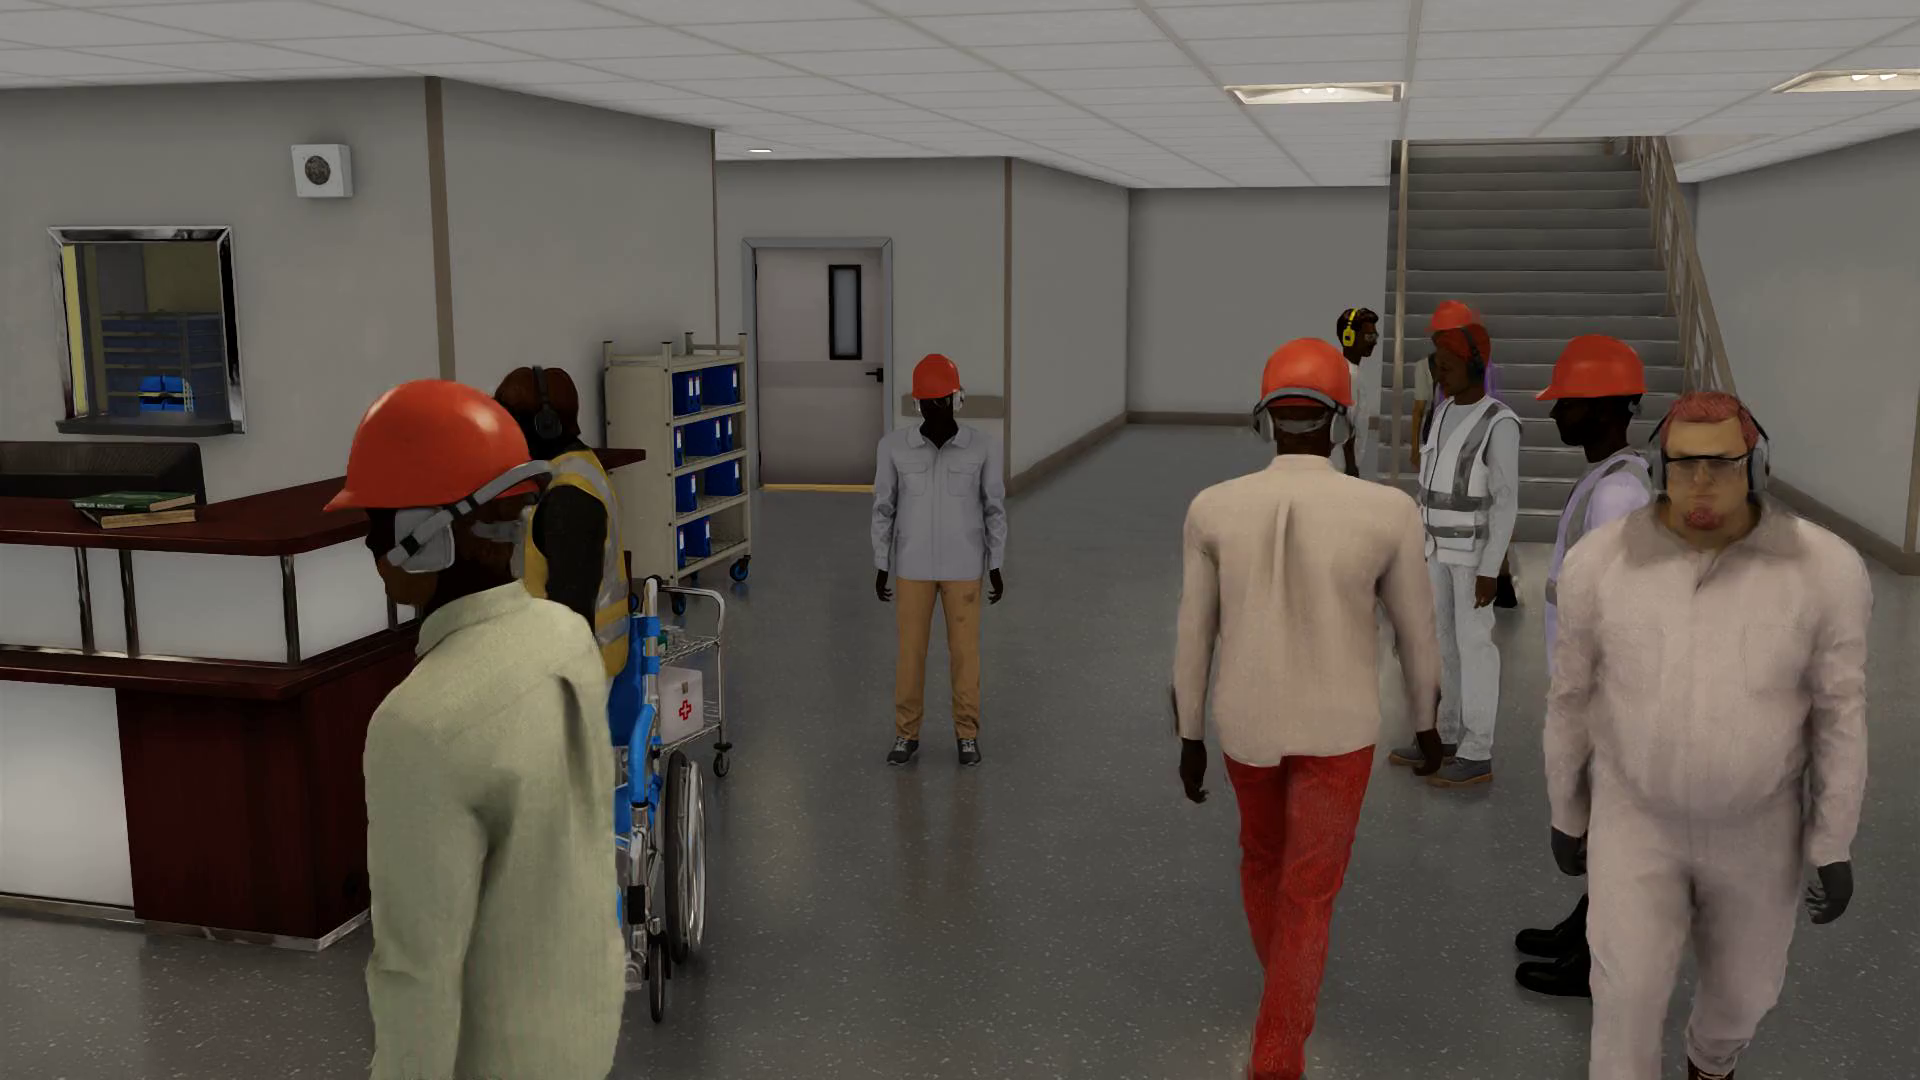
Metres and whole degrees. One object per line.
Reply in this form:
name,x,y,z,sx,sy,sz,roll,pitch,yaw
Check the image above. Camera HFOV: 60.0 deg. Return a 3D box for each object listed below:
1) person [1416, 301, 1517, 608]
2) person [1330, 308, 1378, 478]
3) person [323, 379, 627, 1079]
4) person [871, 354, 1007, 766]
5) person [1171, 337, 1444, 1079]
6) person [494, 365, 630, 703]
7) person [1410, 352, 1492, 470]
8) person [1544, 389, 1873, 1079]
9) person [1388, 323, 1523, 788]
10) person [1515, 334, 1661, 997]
person,3.035,-0.536,10.341,1.029,1.875,0.561,8,13,40
person,2.212,-0.390,9.531,0.331,1.866,0.513,0,10,2
person,-0.635,0.753,2.473,0.543,1.980,0.646,2,10,10
person,-0.091,0.091,7.018,0.575,1.749,0.335,1,10,3
person,0.911,0.459,4.296,0.638,1.938,1.025,5,11,29
person,-1.219,0.388,5.056,0.429,1.836,0.633,-3,10,-16
person,3.317,-0.655,11.260,0.545,1.809,0.657,1,10,8
person,1.642,0.593,3.719,0.649,1.880,0.844,4,10,21
person,2.040,0.062,6.800,0.355,1.887,0.574,-2,10,-13
person,1.835,0.371,4.869,0.380,1.931,0.545,3,10,19
